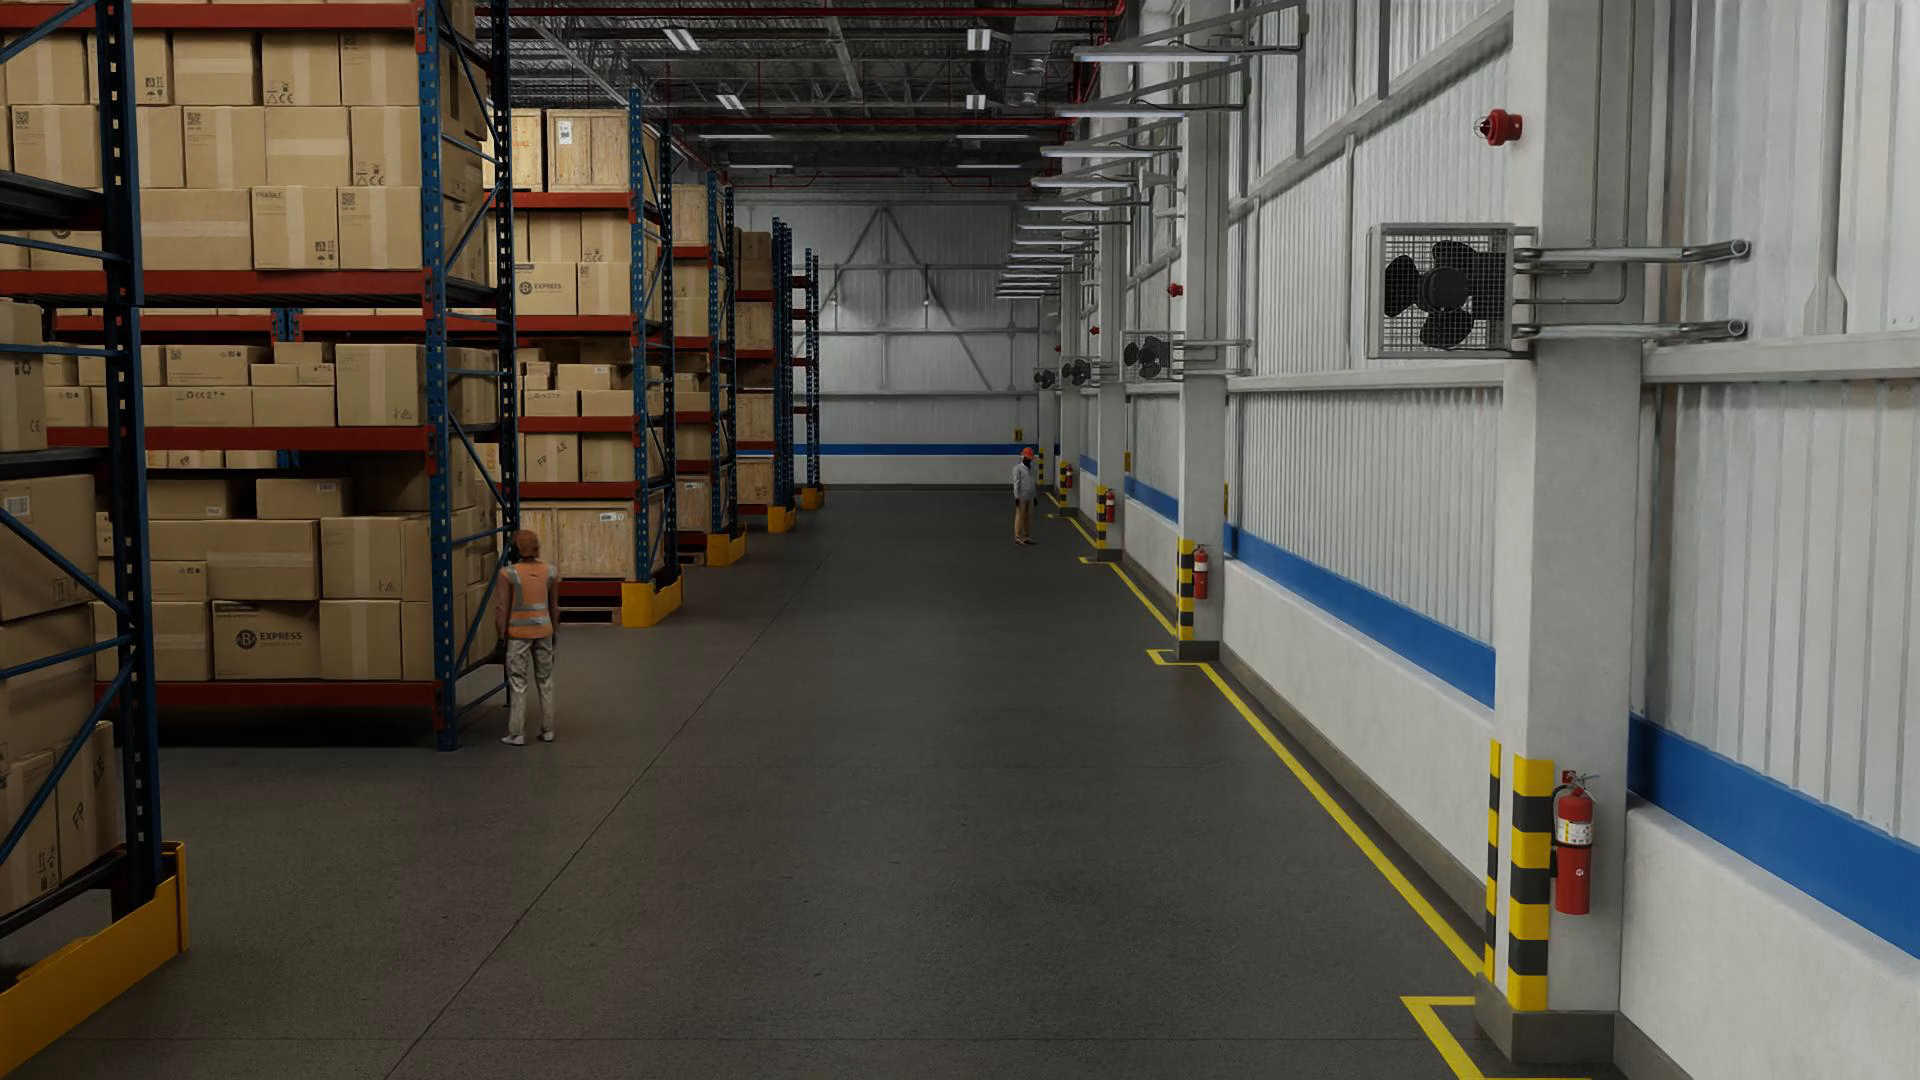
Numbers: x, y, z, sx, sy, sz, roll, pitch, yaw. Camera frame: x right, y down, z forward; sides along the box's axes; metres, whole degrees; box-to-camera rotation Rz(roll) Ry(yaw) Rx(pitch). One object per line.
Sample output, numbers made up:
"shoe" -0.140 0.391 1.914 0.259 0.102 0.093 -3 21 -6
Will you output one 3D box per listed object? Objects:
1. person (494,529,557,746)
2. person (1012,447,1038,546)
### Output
"person" -3.261 0.736 12.547 0.518 1.632 0.315 -5 7 -43
"person" 1.175 -0.767 29.389 0.338 1.742 0.563 5 7 43
